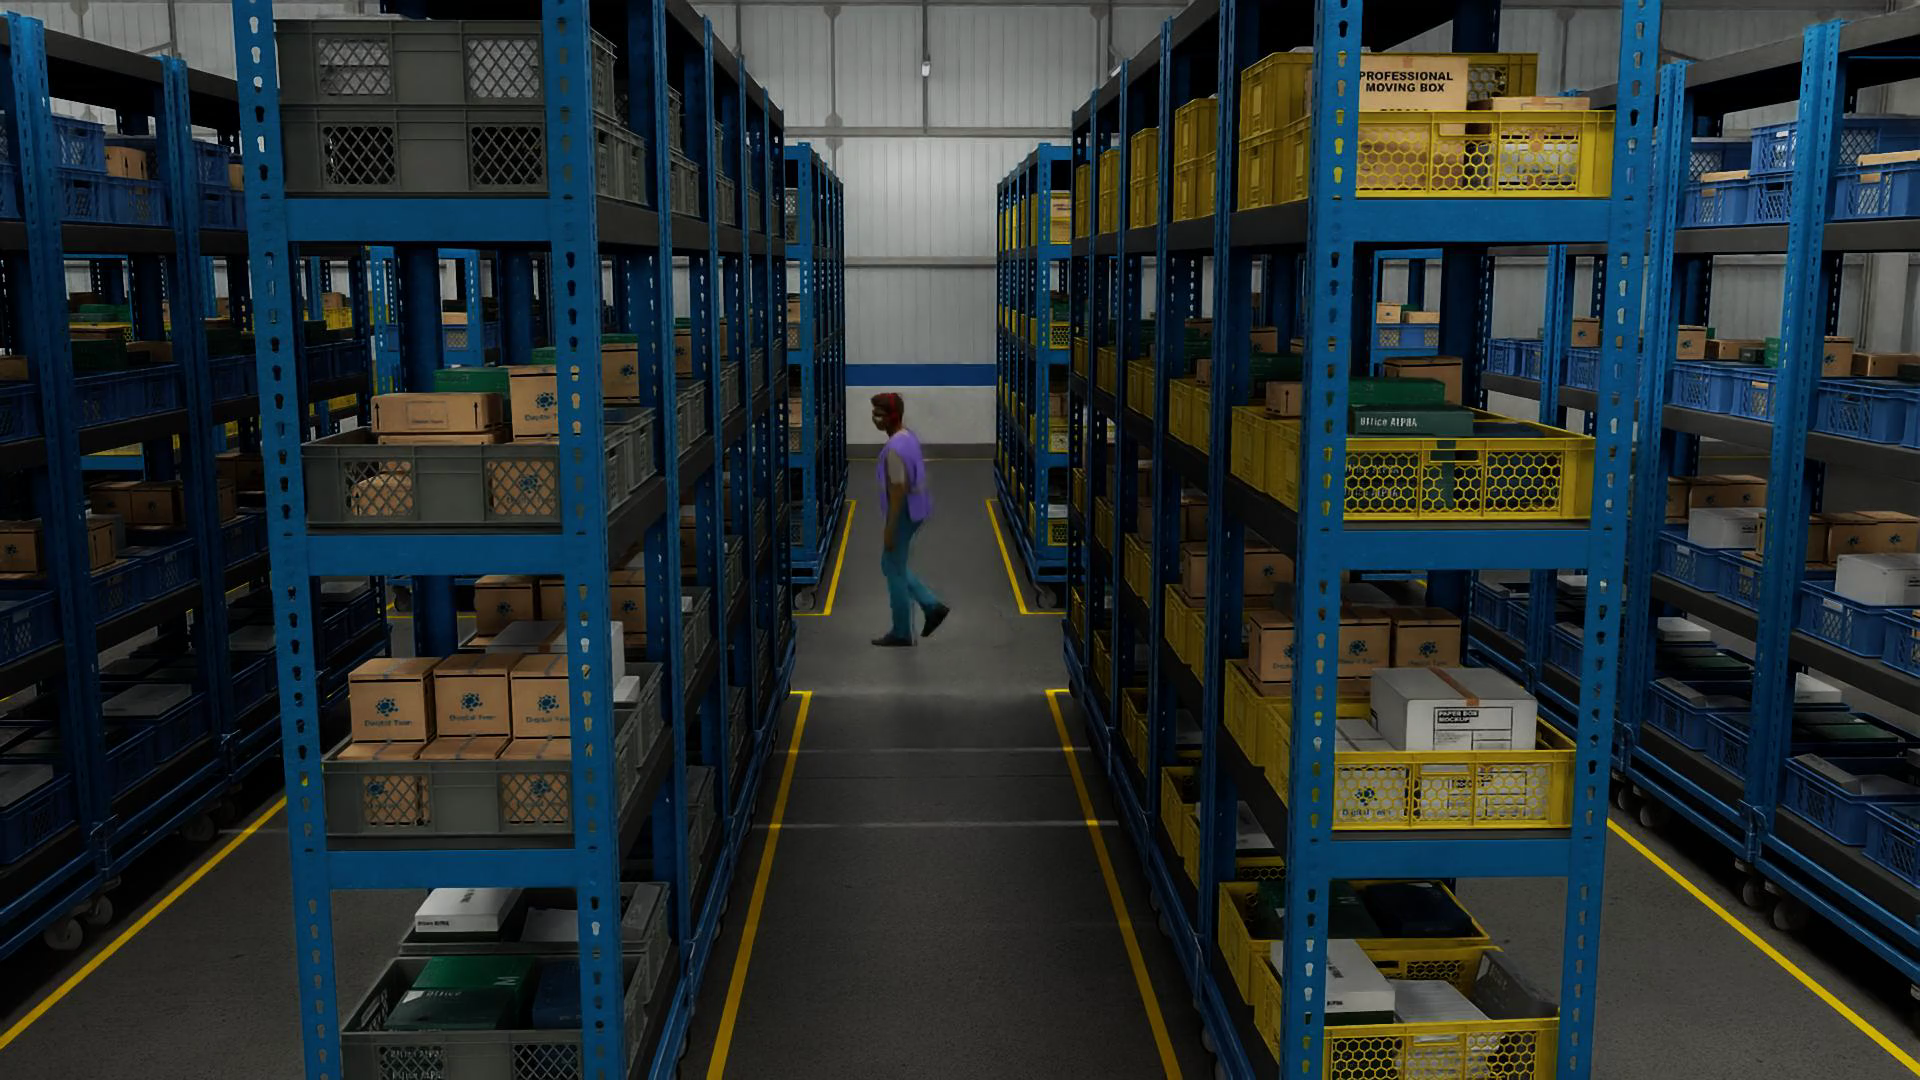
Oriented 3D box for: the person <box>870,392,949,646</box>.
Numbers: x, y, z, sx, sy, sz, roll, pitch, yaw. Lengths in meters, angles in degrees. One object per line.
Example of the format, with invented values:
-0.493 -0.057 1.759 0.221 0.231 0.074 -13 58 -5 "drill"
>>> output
-0.390 -0.132 11.653 0.466 1.821 0.614 1 9 8 "person"
